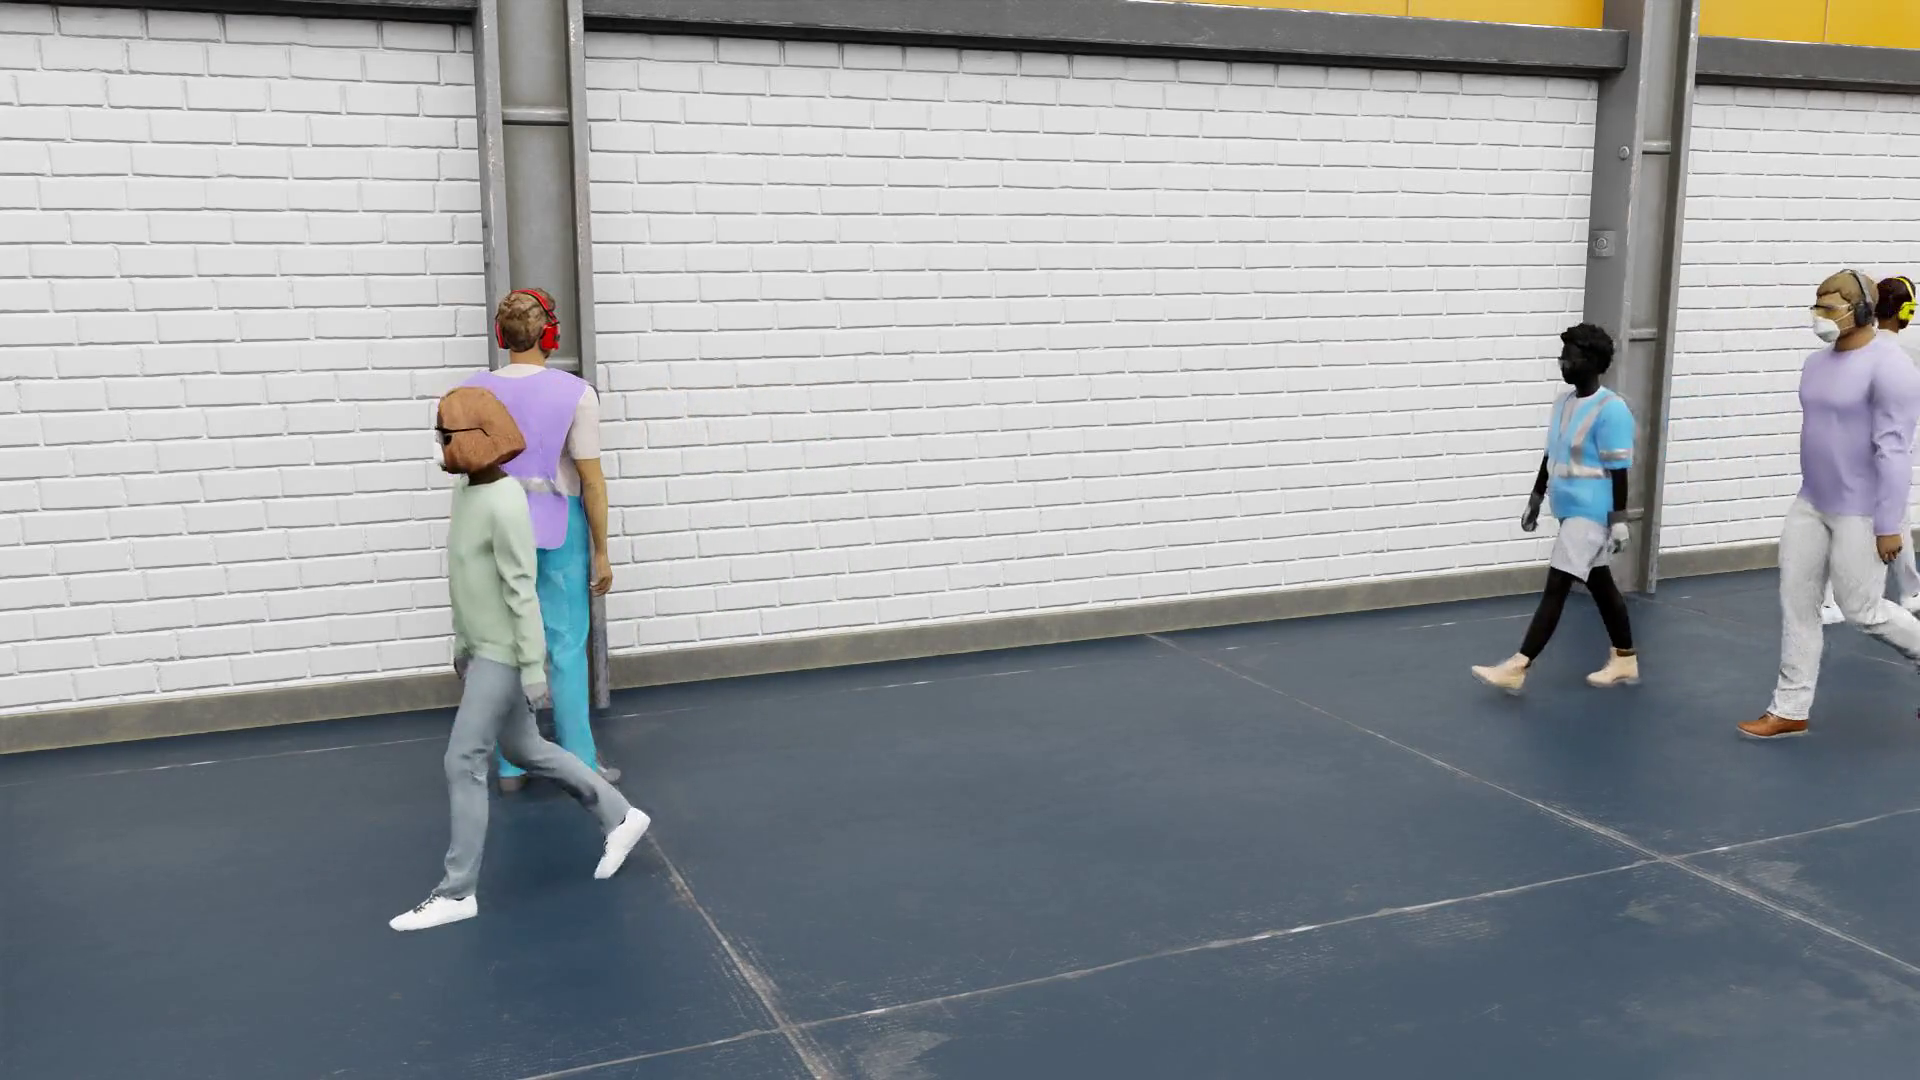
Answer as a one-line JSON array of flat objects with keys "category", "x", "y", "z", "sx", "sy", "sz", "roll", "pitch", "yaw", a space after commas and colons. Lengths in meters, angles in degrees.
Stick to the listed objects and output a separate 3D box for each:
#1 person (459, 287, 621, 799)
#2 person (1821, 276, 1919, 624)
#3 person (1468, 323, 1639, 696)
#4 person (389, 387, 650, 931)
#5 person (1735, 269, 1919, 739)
[{"category": "person", "x": -1.528, "y": 0.026, "z": 5.986, "sx": 0.565, "sy": 1.850, "sz": 0.390, "roll": 3, "pitch": 11, "yaw": 14}, {"category": "person", "x": 4.880, "y": -0.468, "z": 8.802, "sx": 0.957, "sy": 1.809, "sz": 0.554, "roll": -5, "pitch": 12, "yaw": -28}, {"category": "person", "x": 2.706, "y": -0.130, "z": 7.372, "sx": 0.862, "sy": 1.645, "sz": 0.551, "roll": -1, "pitch": 10, "yaw": -6}, {"category": "person", "x": -1.329, "y": 0.330, "z": 5.001, "sx": 0.781, "sy": 1.603, "sz": 0.509, "roll": -6, "pitch": 12, "yaw": -29}, {"category": "person", "x": 3.628, "y": -0.121, "z": 6.654, "sx": 0.848, "sy": 1.915, "sz": 0.636, "roll": -1, "pitch": 10, "yaw": -7}]
